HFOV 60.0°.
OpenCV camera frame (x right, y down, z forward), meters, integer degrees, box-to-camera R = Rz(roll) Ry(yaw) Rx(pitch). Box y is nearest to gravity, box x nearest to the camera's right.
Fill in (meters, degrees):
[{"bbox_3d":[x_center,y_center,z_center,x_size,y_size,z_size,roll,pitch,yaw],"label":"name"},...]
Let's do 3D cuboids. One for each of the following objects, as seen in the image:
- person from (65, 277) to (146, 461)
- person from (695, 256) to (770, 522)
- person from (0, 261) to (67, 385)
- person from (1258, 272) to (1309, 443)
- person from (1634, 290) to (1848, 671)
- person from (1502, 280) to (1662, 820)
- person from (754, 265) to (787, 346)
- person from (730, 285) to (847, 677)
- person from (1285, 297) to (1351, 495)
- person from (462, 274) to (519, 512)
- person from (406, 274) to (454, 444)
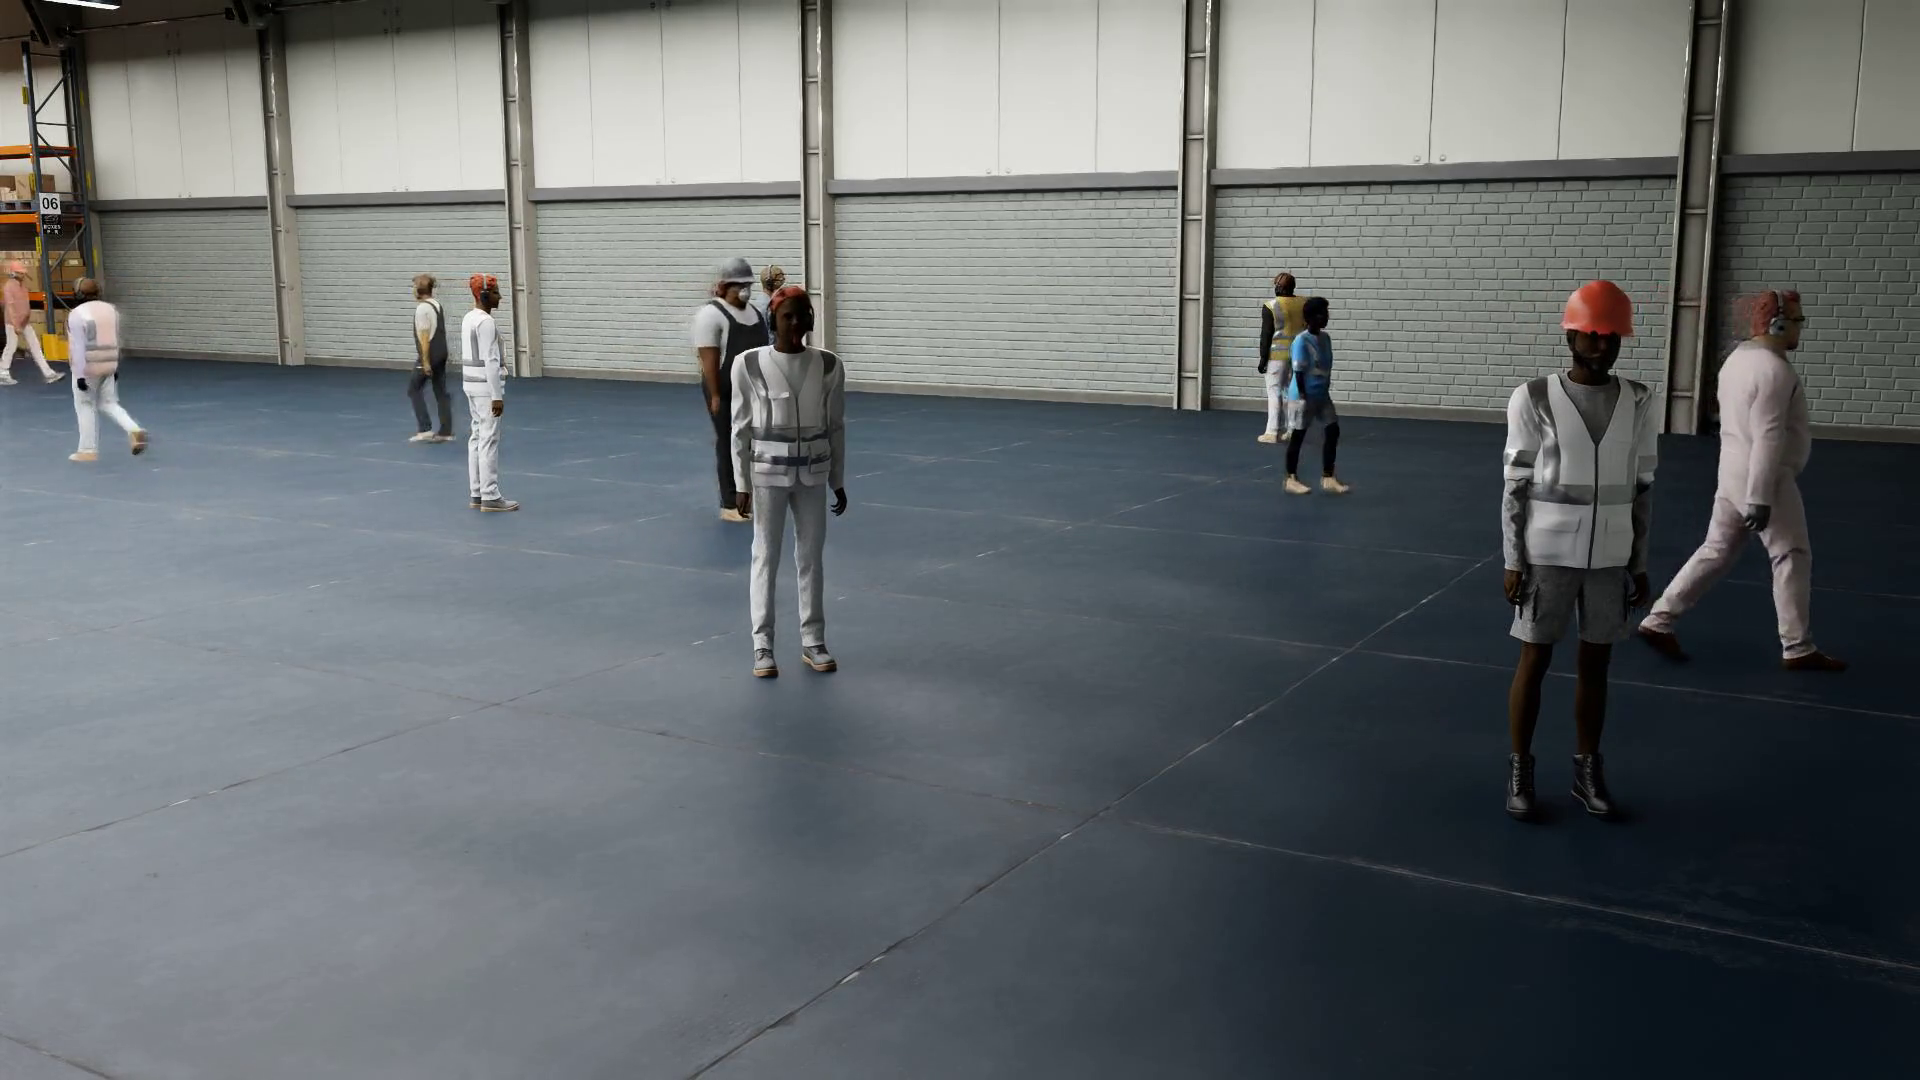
[{"bbox_3d":[-8.480,-1.675,16.377,0.697,1.827,0.636,3,10,15],"label":"person"},{"bbox_3d":[-1.672,-1.146,12.650,0.538,2.000,0.689,8,13,40],"label":"person"},{"bbox_3d":[-14.720,-3.405,26.166,0.992,1.936,0.637,1,10,3],"label":"person"},{"bbox_3d":[3.499,-1.973,18.068,0.625,1.846,0.429,-5,11,-26],"label":"person"},{"bbox_3d":[3.854,-0.288,8.138,0.954,1.868,0.655,1,10,5],"label":"person"},{"bbox_3d":[2.215,0.048,5.955,0.544,1.939,0.353,0,10,0],"label":"person"},{"bbox_3d":[-1.787,-1.641,15.848,0.370,1.939,0.631,0,10,-1],"label":"person"},{"bbox_3d":[-0.821,-0.284,8.063,0.575,1.884,0.355,-4,10,-22],"label":"person"},{"bbox_3d":[3.034,-1.196,13.981,0.665,1.672,0.561,9,13,43],"label":"person"},{"bbox_3d":[-3.769,-1.168,13.235,0.339,1.882,0.584,-6,11,-32],"label":"person"},{"bbox_3d":[-5.749,-1.941,17.928,0.568,1.826,0.502,2,10,13],"label":"person"}]
